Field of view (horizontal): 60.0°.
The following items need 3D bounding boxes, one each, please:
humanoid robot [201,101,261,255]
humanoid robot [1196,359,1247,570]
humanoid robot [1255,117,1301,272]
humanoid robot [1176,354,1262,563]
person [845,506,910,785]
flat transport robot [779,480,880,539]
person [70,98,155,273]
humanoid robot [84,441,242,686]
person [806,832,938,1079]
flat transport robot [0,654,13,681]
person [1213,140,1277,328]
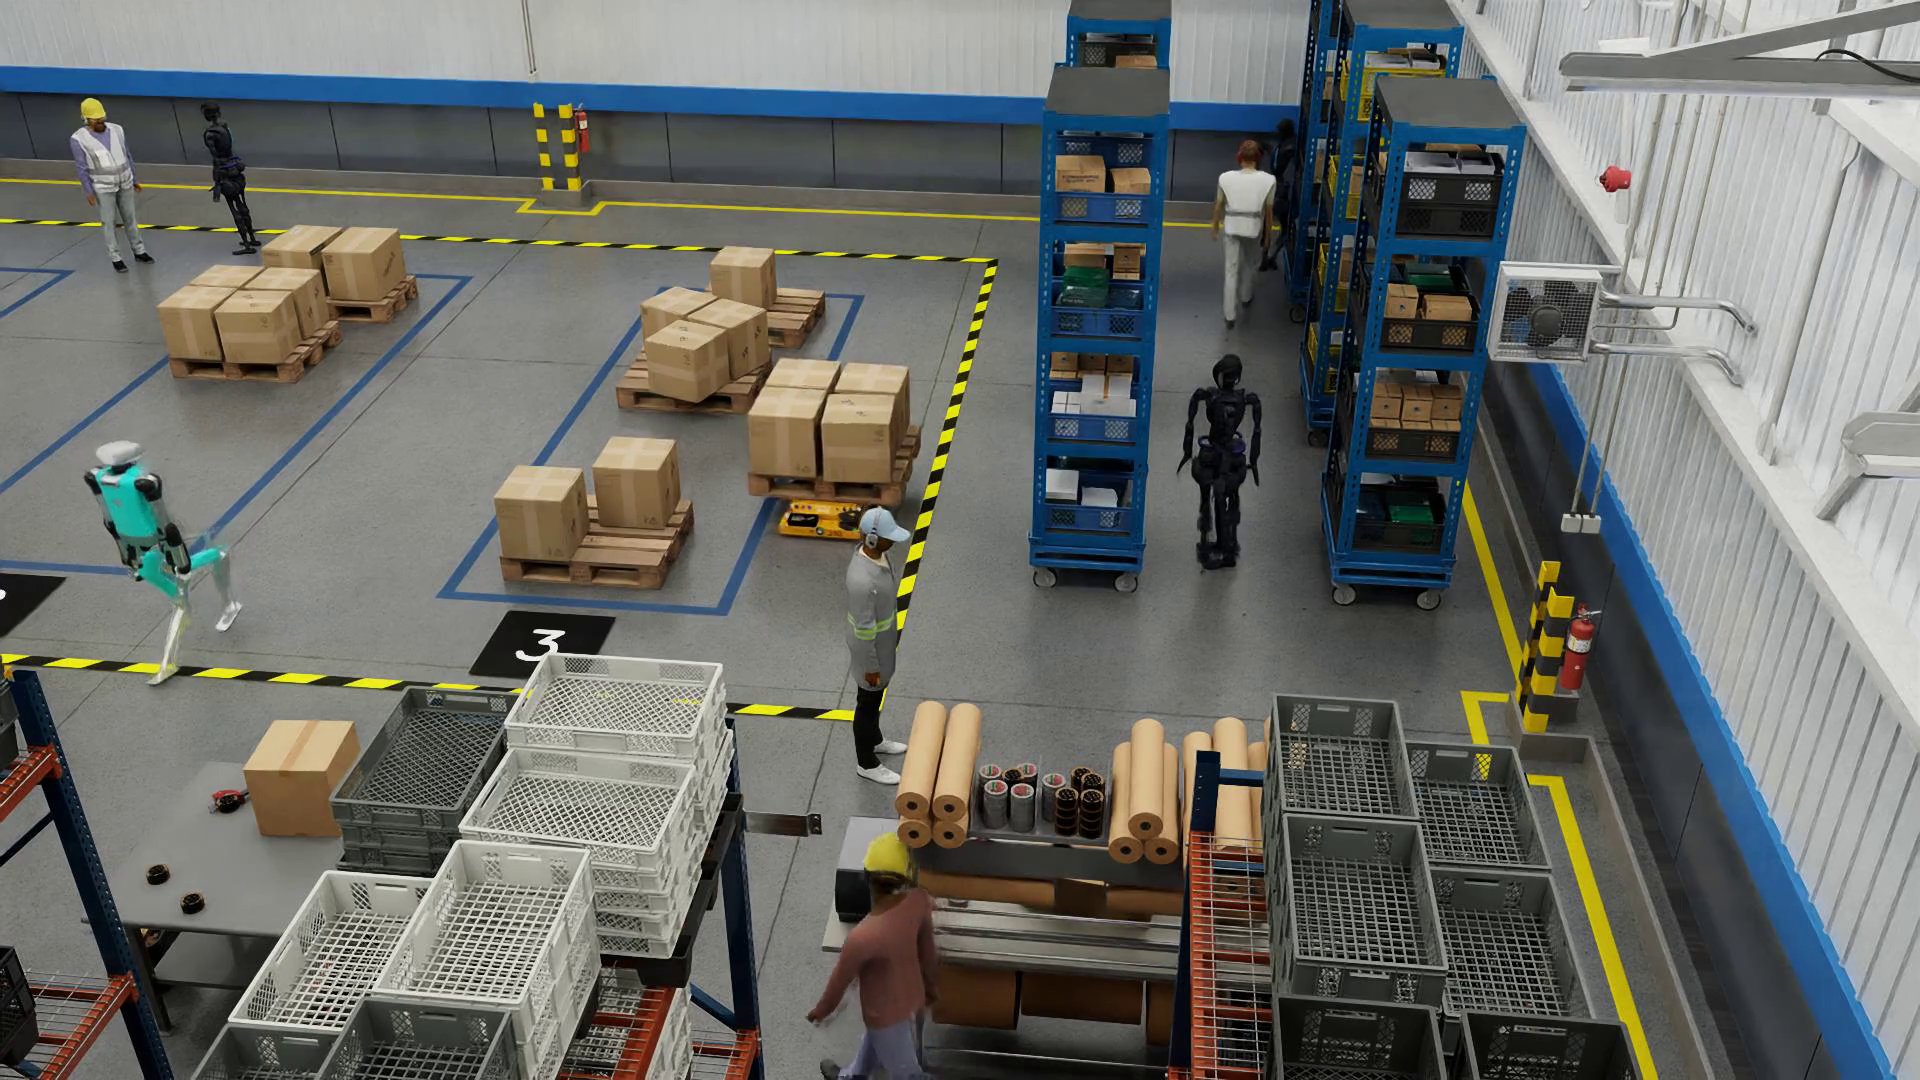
[{"bbox_3d":[-7.926,-3.925,18.002,0.315,1.655,0.599,-1,30,-2],"label":"humanoid robot"},{"bbox_3d":[1.929,-0.568,12.238,0.315,1.654,0.599,0,30,0],"label":"humanoid robot"},{"bbox_3d":[3.291,-3.610,17.481,0.608,1.644,0.402,16,34,25],"label":"humanoid robot"},{"bbox_3d":[1.916,-0.598,12.298,0.613,1.655,0.310,5,31,9],"label":"humanoid robot"},{"bbox_3d":[-0.486,0.618,10.040,0.392,1.850,0.587,3,30,6],"label":"person"},{"bbox_3d":[-0.989,-0.457,13.431,0.652,0.197,1.431,4,30,7],"label":"flat transport robot"},{"bbox_3d":[-8.959,-3.760,17.577,0.404,1.830,0.602,20,36,30],"label":"person"},{"bbox_3d":[-5.282,0.038,11.211,0.543,1.768,1.075,8,31,14],"label":"humanoid robot"},{"bbox_3d":[-0.341,2.104,7.621,0.880,1.696,0.538,18,35,28],"label":"person"},{"bbox_3d":[-7.142,0.969,11.010,1.431,0.231,0.659,3,30,6],"label":"flat transport robot"},{"bbox_3d":[2.786,-3.060,16.408,0.579,1.792,0.881,5,31,9],"label":"person"}]
